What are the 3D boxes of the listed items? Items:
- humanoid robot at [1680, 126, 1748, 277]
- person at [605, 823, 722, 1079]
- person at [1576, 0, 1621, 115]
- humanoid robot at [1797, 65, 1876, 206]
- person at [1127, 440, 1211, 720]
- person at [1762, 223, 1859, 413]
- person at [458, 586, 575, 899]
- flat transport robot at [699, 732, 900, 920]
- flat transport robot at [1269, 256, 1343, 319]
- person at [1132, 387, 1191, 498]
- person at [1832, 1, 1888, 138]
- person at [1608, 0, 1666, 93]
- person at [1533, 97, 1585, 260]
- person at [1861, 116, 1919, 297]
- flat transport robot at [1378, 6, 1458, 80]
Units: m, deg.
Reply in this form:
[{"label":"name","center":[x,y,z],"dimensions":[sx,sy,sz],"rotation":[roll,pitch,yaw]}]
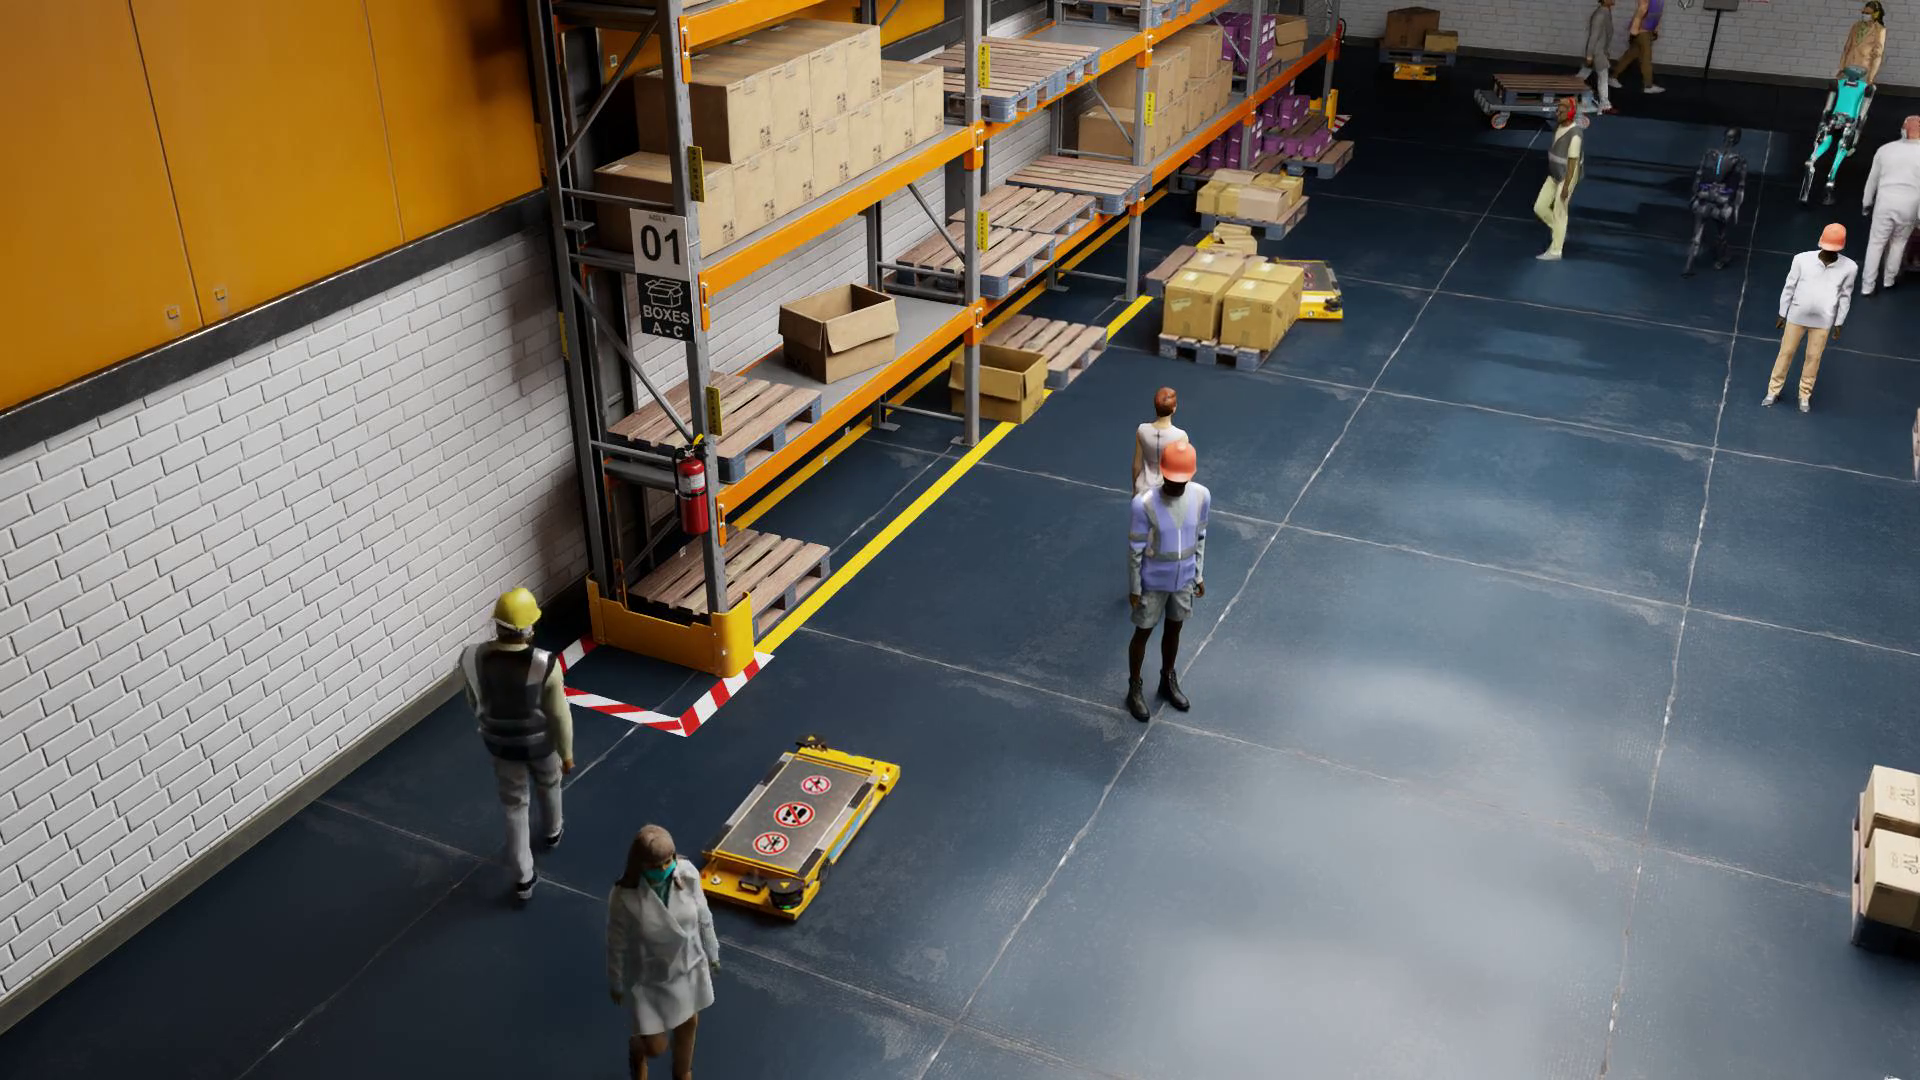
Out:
[{"label":"humanoid robot","center":[8.248,-3.709,18.174],"dimensions":[0.776,1.627,0.593],"rotation":[-23,36,-36]},{"label":"person","center":[-1.356,1.970,7.616],"dimensions":[0.523,1.649,0.421],"rotation":[-19,33,-31]},{"label":"person","center":[9.375,-7.216,24.513],"dimensions":[0.939,1.794,0.512],"rotation":[12,31,21]},{"label":"humanoid robot","center":[10.552,-4.812,20.188],"dimensions":[1.069,1.772,0.530],"rotation":[-24,36,-37]},{"label":"person","center":[1.320,0.242,10.526],"dimensions":[0.545,1.934,0.372],"rotation":[-10,30,-18]},{"label":"person","center":[7.610,-1.992,14.864],"dimensions":[0.562,1.744,0.334],"rotation":[14,31,24]},{"label":"person","center":[-2.398,1.088,9.115],"dimensions":[0.594,1.798,0.774],"rotation":[-1,28,-2]},{"label":"flat transport robot","center":[-0.932,1.637,9.692],"dimensions":[0.659,0.231,1.431],"rotation":[11,30,19]},{"label":"flat transport robot","center":[3.664,-2.689,17.714],"dimensions":[0.659,0.231,1.431],"rotation":[2,28,4]},{"label":"person","center":[1.431,-0.309,11.832],"dimensions":[0.438,1.661,0.286],"rotation":[11,30,20]},{"label":"person","center":[12.541,-6.557,23.197],"dimensions":[0.390,1.874,0.566],"rotation":[-15,32,-25]},{"label":"person","center":[10.532,-7.874,25.638],"dimensions":[0.934,1.881,0.539],"rotation":[20,34,33]},{"label":"person","center":[6.689,-4.005,18.509],"dimensions":[0.447,1.830,0.580],"rotation":[-4,29,-7]},{"label":"person","center":[9.894,-3.526,17.588],"dimensions":[0.661,1.863,0.836],"rotation":[17,33,28]},{"label":"flat transport robot","center":[7.410,-7.726,27.055],"dimensions":[0.659,0.231,1.431],"rotation":[7,29,12]}]
